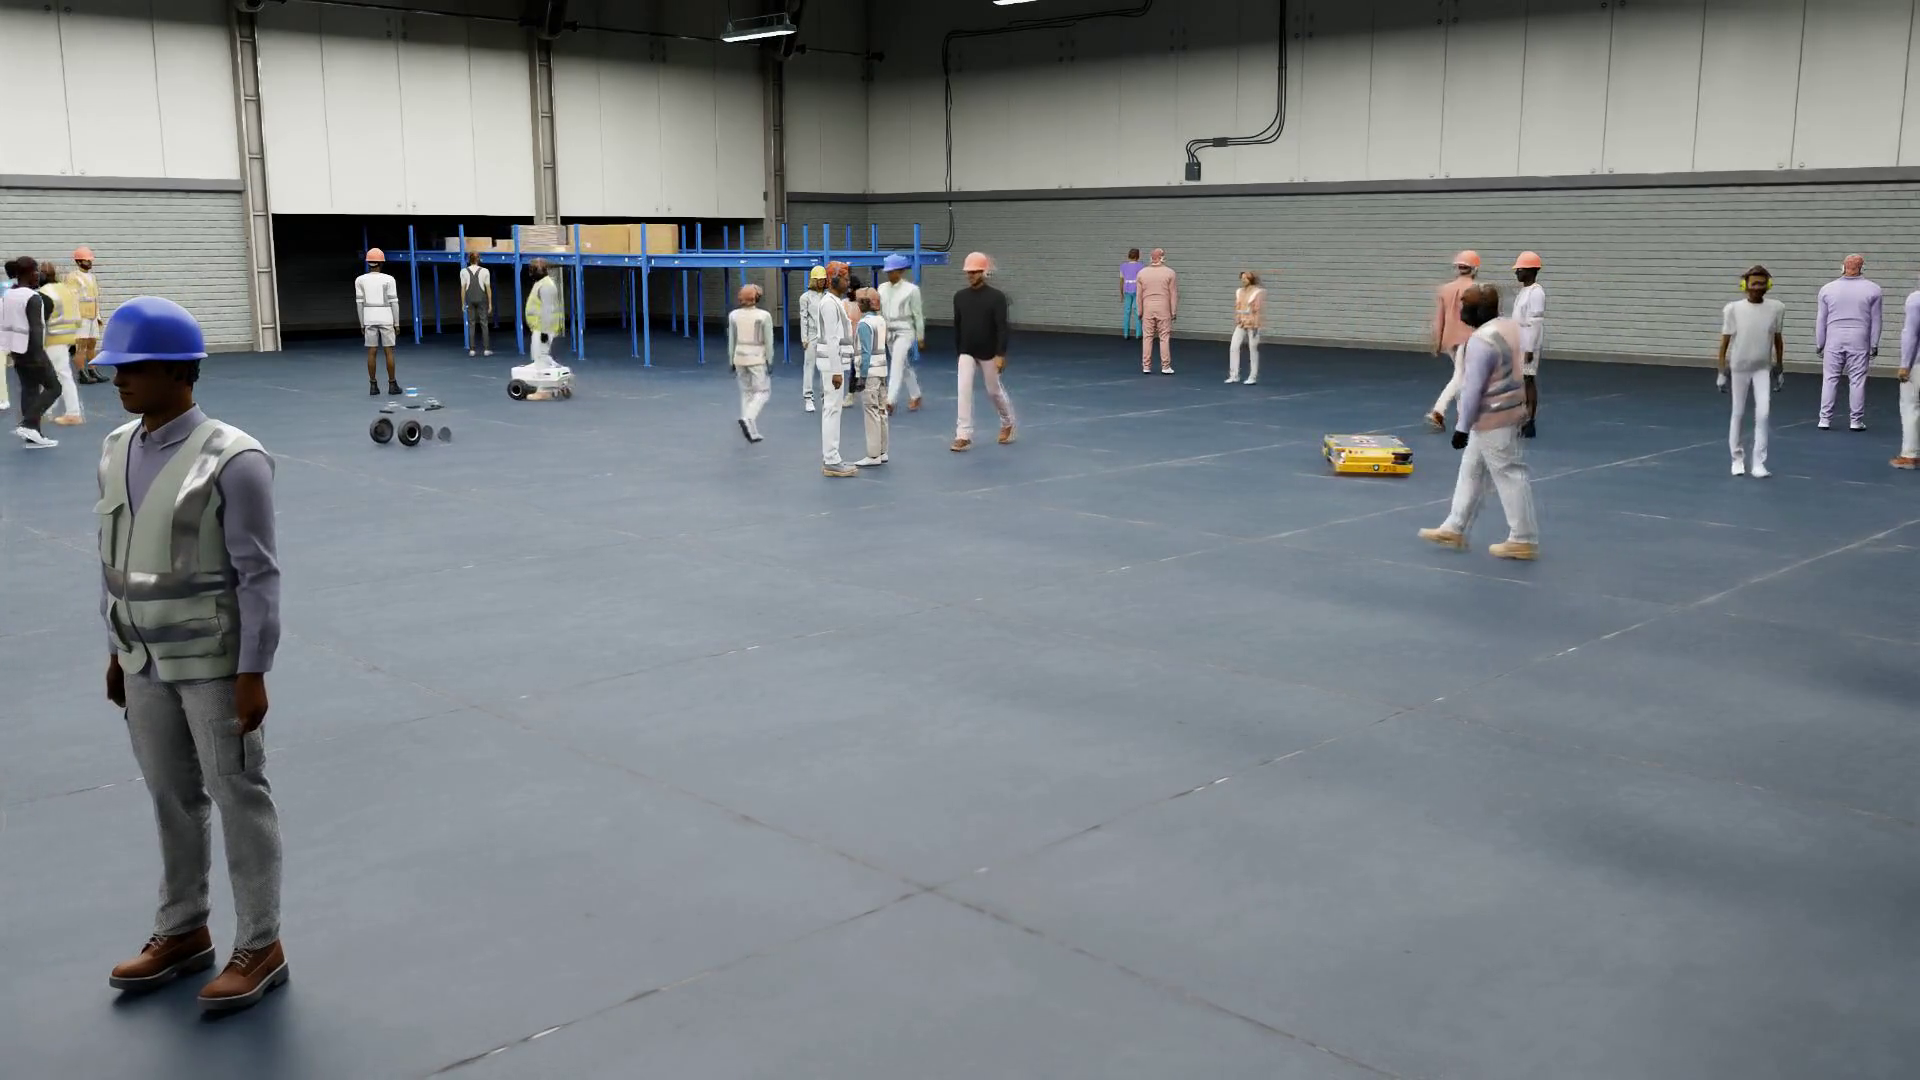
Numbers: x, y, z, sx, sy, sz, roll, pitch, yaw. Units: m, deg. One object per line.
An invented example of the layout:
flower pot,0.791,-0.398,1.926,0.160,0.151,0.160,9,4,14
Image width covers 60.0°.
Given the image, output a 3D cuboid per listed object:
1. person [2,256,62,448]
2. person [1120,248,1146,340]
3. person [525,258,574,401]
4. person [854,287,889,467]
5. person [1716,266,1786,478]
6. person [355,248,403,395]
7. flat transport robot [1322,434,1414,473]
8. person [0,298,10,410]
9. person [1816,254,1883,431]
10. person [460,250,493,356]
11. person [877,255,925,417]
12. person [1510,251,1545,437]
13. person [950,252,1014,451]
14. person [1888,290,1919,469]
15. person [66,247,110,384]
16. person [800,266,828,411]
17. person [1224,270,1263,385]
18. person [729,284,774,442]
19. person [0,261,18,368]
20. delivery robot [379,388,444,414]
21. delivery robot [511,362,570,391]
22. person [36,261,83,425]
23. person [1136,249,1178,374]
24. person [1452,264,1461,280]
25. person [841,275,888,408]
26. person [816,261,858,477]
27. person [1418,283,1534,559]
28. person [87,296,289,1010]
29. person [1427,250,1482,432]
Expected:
person,-9.272,-1.866,16.591,0.591,1.904,0.447,7,12,33
person,3.523,-5.014,33.894,0.563,1.848,0.389,5,11,24
person,-5.347,-2.728,21.502,0.528,1.830,0.631,-4,11,-20
person,-0.817,-1.498,15.300,0.308,1.636,0.523,3,11,16
person,6.906,-1.453,14.487,0.571,1.834,0.836,3,11,16
person,-7.760,-2.920,22.229,0.545,1.939,0.354,-1,10,-3
flat transport robot,3.758,-0.810,15.389,0.652,0.197,1.431,1,10,6
person,-11.692,-2.356,20.031,0.534,1.603,0.752,-1,10,-5
person,9.670,-2.149,18.120,0.642,1.906,0.410,6,12,31
person,-8.522,-4.172,29.316,0.513,1.842,0.325,-2,11,-11
person,-0.714,-2.440,19.784,0.584,1.891,1.043,8,13,39
person,5.964,-2.069,17.589,0.359,1.938,0.545,0,10,1
person,0.235,-1.902,16.664,0.625,1.956,1.007,5,12,27
person,8.819,-1.595,15.099,0.638,1.919,0.471,-2,11,-13
person,-12.539,-3.230,23.916,0.362,1.939,0.543,1,10,6
person,-1.697,-2.439,20.141,0.493,1.743,0.295,-7,12,-32
person,3.996,-2.995,23.483,0.649,1.612,0.546,-8,13,-37
person,-2.151,-1.794,16.963,0.521,1.625,0.553,4,11,22
person,-15.095,-3.603,26.615,0.318,1.697,0.534,5,12,27
delivery robot,-5.647,-1.447,17.125,0.335,0.223,0.698,6,12,30
delivery robot,-5.455,-2.147,21.650,0.707,0.478,0.477,2,11,12
person,-10.264,-2.195,18.597,0.784,1.815,0.661,-1,10,-7
person,3.021,-3.492,25.455,0.638,1.902,0.406,4,11,20
person,7.071,-3.061,23.493,0.363,1.752,0.536,-2,11,-13
person,-1.212,-2.500,20.775,0.539,1.642,0.946,9,14,41
person,-1.099,-1.522,14.766,0.356,1.882,0.574,-1,10,-5
person,3.437,-0.786,10.985,0.844,1.796,0.658,5,12,27
person,-2.125,0.312,4.575,0.603,1.949,0.389,5,11,24
person,5.420,-2.165,18.067,0.976,1.965,0.639,-7,12,-33
